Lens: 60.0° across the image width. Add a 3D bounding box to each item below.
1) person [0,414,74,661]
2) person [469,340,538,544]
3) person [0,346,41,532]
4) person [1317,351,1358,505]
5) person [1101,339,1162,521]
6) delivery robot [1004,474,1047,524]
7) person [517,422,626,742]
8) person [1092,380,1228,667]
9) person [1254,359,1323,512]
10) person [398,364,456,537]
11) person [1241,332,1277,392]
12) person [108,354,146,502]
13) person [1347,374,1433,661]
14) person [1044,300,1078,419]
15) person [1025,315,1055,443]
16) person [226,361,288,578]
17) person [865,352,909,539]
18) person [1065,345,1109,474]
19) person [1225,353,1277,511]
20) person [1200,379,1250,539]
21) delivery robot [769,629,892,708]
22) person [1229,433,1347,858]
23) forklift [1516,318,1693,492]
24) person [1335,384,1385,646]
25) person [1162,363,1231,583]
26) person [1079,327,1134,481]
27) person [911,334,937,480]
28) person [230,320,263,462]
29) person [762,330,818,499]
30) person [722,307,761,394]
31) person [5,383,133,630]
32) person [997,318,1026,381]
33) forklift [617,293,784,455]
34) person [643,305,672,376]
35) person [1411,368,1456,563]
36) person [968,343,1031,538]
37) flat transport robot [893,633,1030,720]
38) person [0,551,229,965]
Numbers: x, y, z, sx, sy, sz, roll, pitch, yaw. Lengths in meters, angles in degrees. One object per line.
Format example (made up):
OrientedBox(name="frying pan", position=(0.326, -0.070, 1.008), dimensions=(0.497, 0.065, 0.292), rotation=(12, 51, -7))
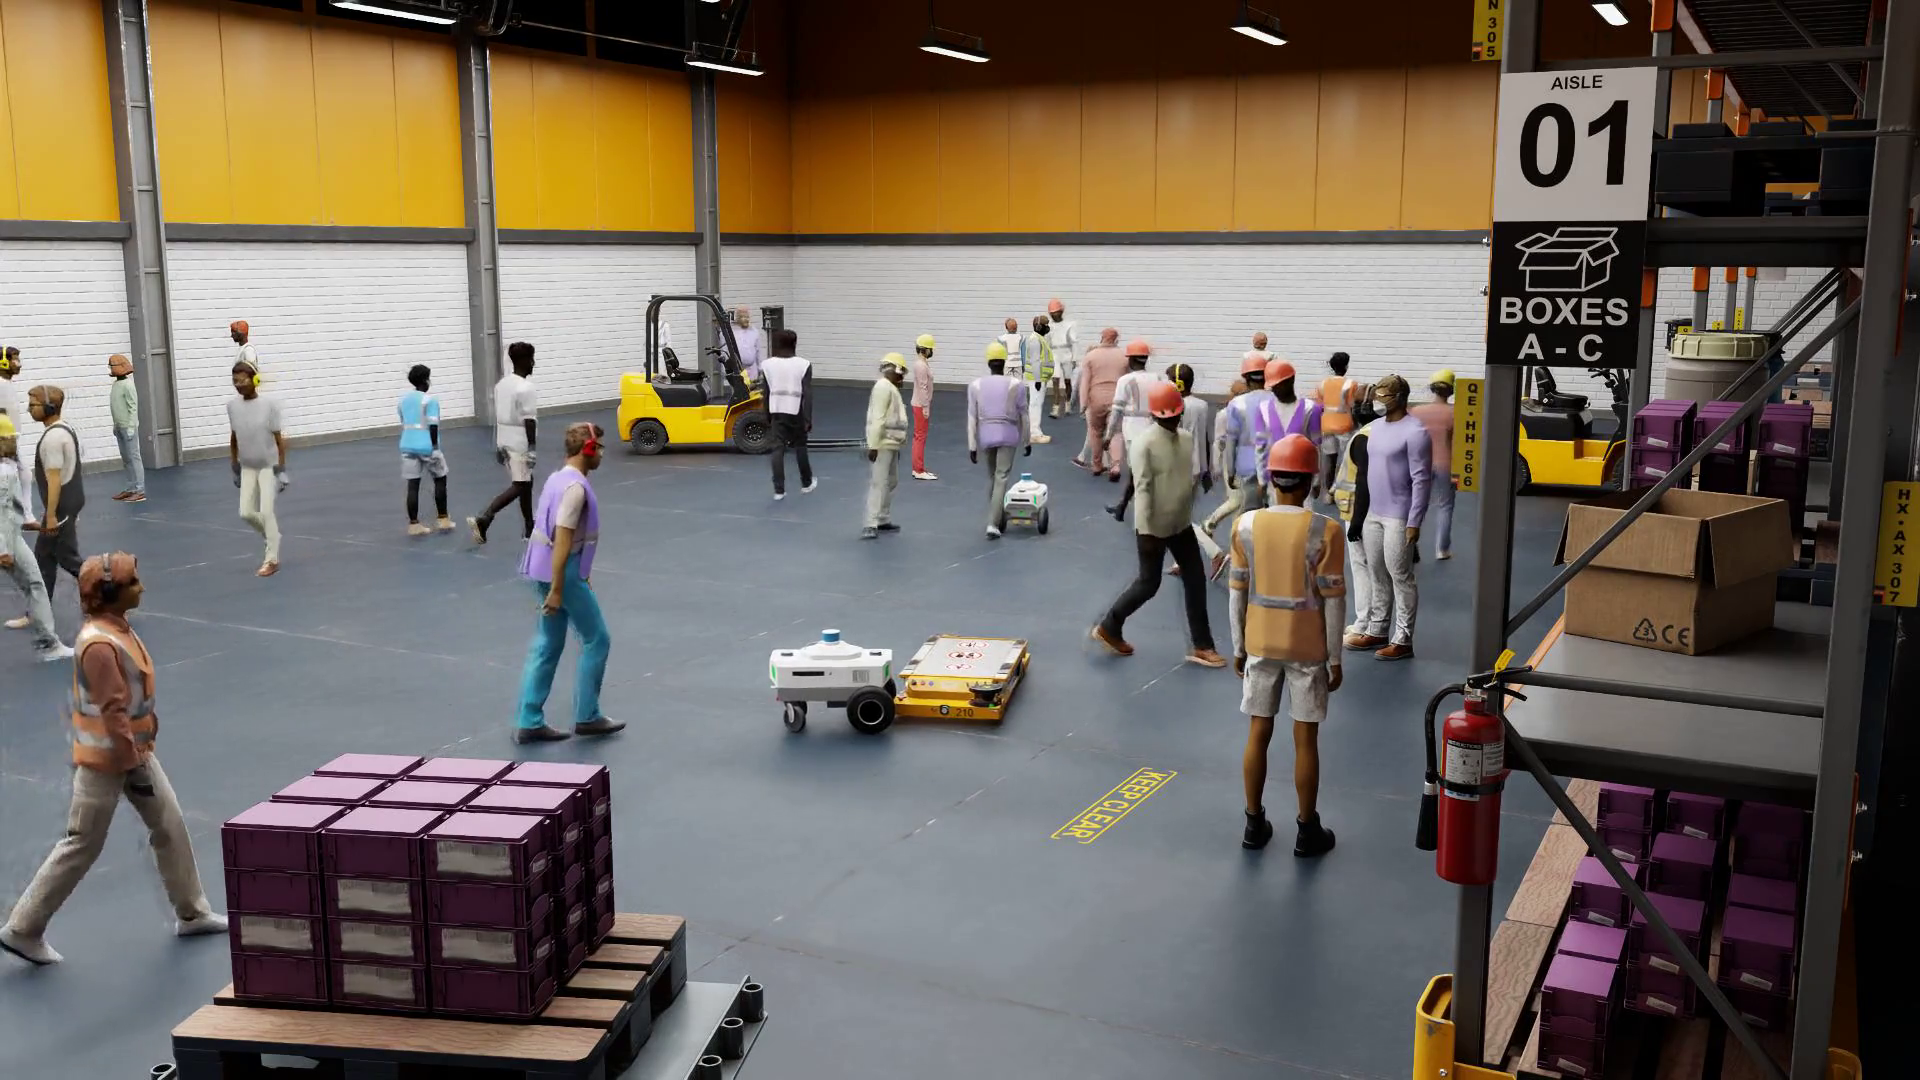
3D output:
OrientedBox(name="person", position=(-6.368, 0.014, 10.966), dimensions=(0.498, 1.705, 0.876), rotation=(8, 12, 37))
OrientedBox(name="person", position=(-4.247, -0.899, 15.619), dimensions=(0.861, 1.937, 0.619), rotation=(-9, 13, -43))
OrientedBox(name="person", position=(-9.360, -0.962, 16.218), dimensions=(0.711, 1.847, 0.528), rotation=(-3, 10, -17))
OrientedBox(name="person", position=(4.125, -1.213, 18.109), dimensions=(0.367, 1.680, 0.545), rotation=(-8, 13, -39))
OrientedBox(name="person", position=(1.740, -1.067, 16.691), dimensions=(0.570, 1.882, 0.985), rotation=(-7, 12, -36))
OrientedBox(name="delivery robot", position=(0.656, -0.415, 16.502), dimensions=(0.477, 0.478, 0.707), rotation=(2, 10, 11))
OrientedBox(name="person", position=(-2.213, 0.243, 9.368), dimensions=(0.688, 1.790, 0.581), rotation=(-5, 11, -27))
OrientedBox(name="person", position=(1.313, -0.117, 11.105), dimensions=(0.626, 1.936, 0.872), rotation=(-9, 13, -41))
OrientedBox(name="person", position=(2.630, -0.507, 13.399), dimensions=(0.558, 1.900, 0.415), rotation=(3, 10, 19))
OrientedBox(name="person", position=(-5.241, -0.877, 16.242), dimensions=(0.524, 1.654, 0.624), rotation=(4, 11, 21))
OrientedBox(name="person", position=(4.194, -2.089, 23.323), dimensions=(0.514, 1.642, 0.314), rotation=(1, 10, 6))
OrientedBox(name="person", position=(-9.253, -1.238, 18.417), dimensions=(0.498, 1.634, 0.279), rotation=(9, 13, 43))
OrientedBox(name="person", position=(2.919, -0.156, 11.275), dimensions=(0.357, 1.938, 0.638), rotation=(-4, 10, -21))
OrientedBox(name="person", position=(1.677, -3.027, 27.831), dimensions=(0.622, 1.971, 1.107), rotation=(2, 10, 13))
OrientedBox(name="person", position=(1.164, -2.340, 24.198), dimensions=(0.430, 1.845, 0.621), rotation=(2, 10, 10))
OrientedBox(name="person", position=(-5.973, -0.619, 14.242), dimensions=(0.559, 1.845, 0.526), rotation=(1, 10, 6))
OrientedBox(name="person", position=(-0.718, -0.911, 16.117), dimensions=(0.414, 1.784, 0.742), rotation=(2, 10, 9))
OrientedBox(name="person", position=(1.627, -1.643, 20.899), dimensions=(0.517, 1.584, 0.859), rotation=(-8, 12, -38))
OrientedBox(name="person", position=(2.508, -0.611, 13.999), dimensions=(0.574, 1.904, 0.638), rotation=(0, 10, -1))
OrientedBox(name="person", position=(2.498, -0.656, 15.098), dimensions=(0.492, 1.618, 0.451), rotation=(-8, 12, -37))
OrientedBox(name="delivery robot", position=(-0.750, 0.764, 9.678), dimensions=(0.707, 0.478, 0.477), rotation=(0, 10, -1))
OrientedBox(name="person", position=(1.498, 0.480, 7.598), dimensions=(0.542, 1.936, 0.362), rotation=(5, 11, 29))
OrientedBox(name="forklift", position=(7.066, -1.601, 18.899), dimensions=(2.313, 2.155, 1.214), rotation=(5, 11, 27))
OrientedBox(name="person", position=(2.841, -0.172, 11.647), dimensions=(0.429, 1.841, 0.636), rotation=(6, 11, 29))
OrientedBox(name="person", position=(1.961, -0.546, 13.844), dimensions=(0.697, 1.844, 0.587), rotation=(8, 13, 39))
OrientedBox(name="person", position=(1.785, -1.644, 20.191), dimensions=(0.691, 1.859, 1.015), rotation=(0, 10, 2))
OrientedBox(name="person", position=(-0.439, -1.616, 20.236), dimensions=(0.315, 1.766, 0.523), rotation=(-1, 10, -7))
OrientedBox(name="person", position=(-9.184, -1.885, 21.434), dimensions=(0.354, 1.886, 0.572), rotation=(-6, 11, -30))
OrientedBox(name="person", position=(-1.916, -1.433, 18.852), dimensions=(0.615, 1.881, 0.878), rotation=(2, 10, 11))
OrientedBox(name="person", position=(-3.449, -2.730, 26.316), dimensions=(0.660, 1.898, 0.581), rotation=(-6, 12, -32))
OrientedBox(name="person", position=(-6.555, -0.242, 12.140), dimensions=(0.848, 1.817, 0.527), rotation=(-4, 11, -22))
OrientedBox(name="person", position=(0.874, -2.937, 28.227), dimensions=(0.514, 1.645, 0.308), rotation=(-2, 10, -13))
OrientedBox(name="forklift", position=(-3.588, -2.317, 23.042), dimensions=(2.313, 2.155, 1.214), rotation=(-1, 10, -5))
OrientedBox(name="person", position=(-5.177, -3.086, 28.399), dimensions=(0.577, 1.881, 0.349), rotation=(6, 12, 33))
OrientedBox(name="person", position=(4.190, -0.646, 14.700), dimensions=(0.528, 1.746, 0.736), rotation=(6, 11, 30))
OrientedBox(name="person", position=(0.364, -0.978, 16.246), dimensions=(0.590, 1.876, 1.000), rotation=(3, 10, 19))
OrientedBox(name="flat transport robot", position=(0.028, 0.831, 10.380), dimensions=(0.652, 0.197, 1.431), rotation=(2, 10, 9))
OrientedBox(name="person", position=(-3.339, 0.841, 6.465), dimensions=(0.835, 1.605, 0.504), rotation=(-3, 10, -15))
